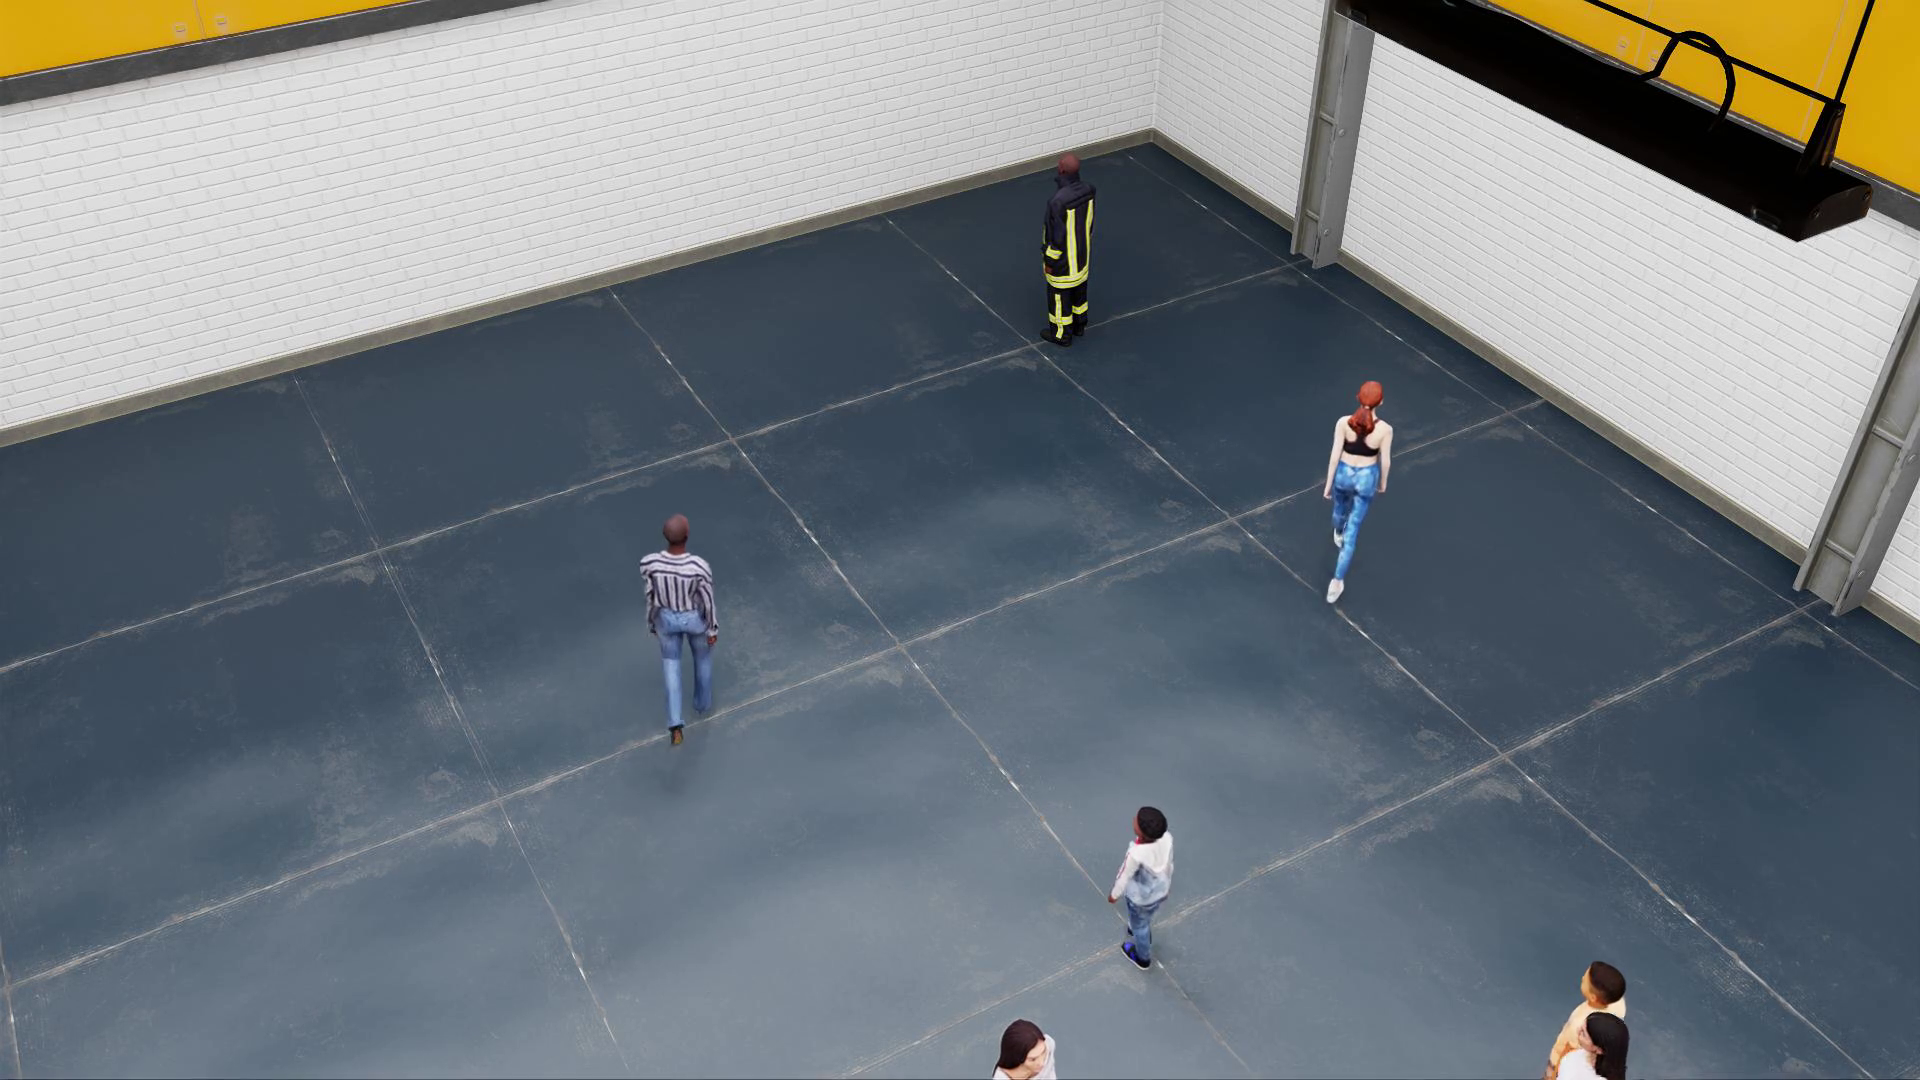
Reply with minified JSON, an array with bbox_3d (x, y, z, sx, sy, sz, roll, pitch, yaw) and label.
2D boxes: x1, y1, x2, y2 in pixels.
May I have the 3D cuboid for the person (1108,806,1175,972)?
[{"bbox_3d":[1.089,2.022,9.503,0.528,1.250,0.569,-30,47,-32],"label":"person"}]

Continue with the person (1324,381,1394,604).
[{"bbox_3d":[2.834,-0.314,12.031,1.108,1.747,1.090,14,41,17],"label":"person"}]

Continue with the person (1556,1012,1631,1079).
[{"bbox_3d":[3.039,2.910,7.981,1.282,1.762,1.053,19,42,22],"label":"person"}]

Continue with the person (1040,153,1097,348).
[{"bbox_3d":[0.963,-2.609,14.845,0.780,1.821,0.823,30,48,32],"label":"person"}]

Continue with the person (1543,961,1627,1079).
[{"bbox_3d":[3.177,2.669,8.527,0.542,1.458,0.513,-25,45,-28],"label":"person"}]

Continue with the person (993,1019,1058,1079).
[{"bbox_3d":[0.289,2.866,8.142,0.637,1.632,0.671,27,46,29],"label":"person"}]

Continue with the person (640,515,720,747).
[{"bbox_3d":[-1.819,0.614,10.846,0.915,1.776,1.049,1,39,1],"label":"person"}]
